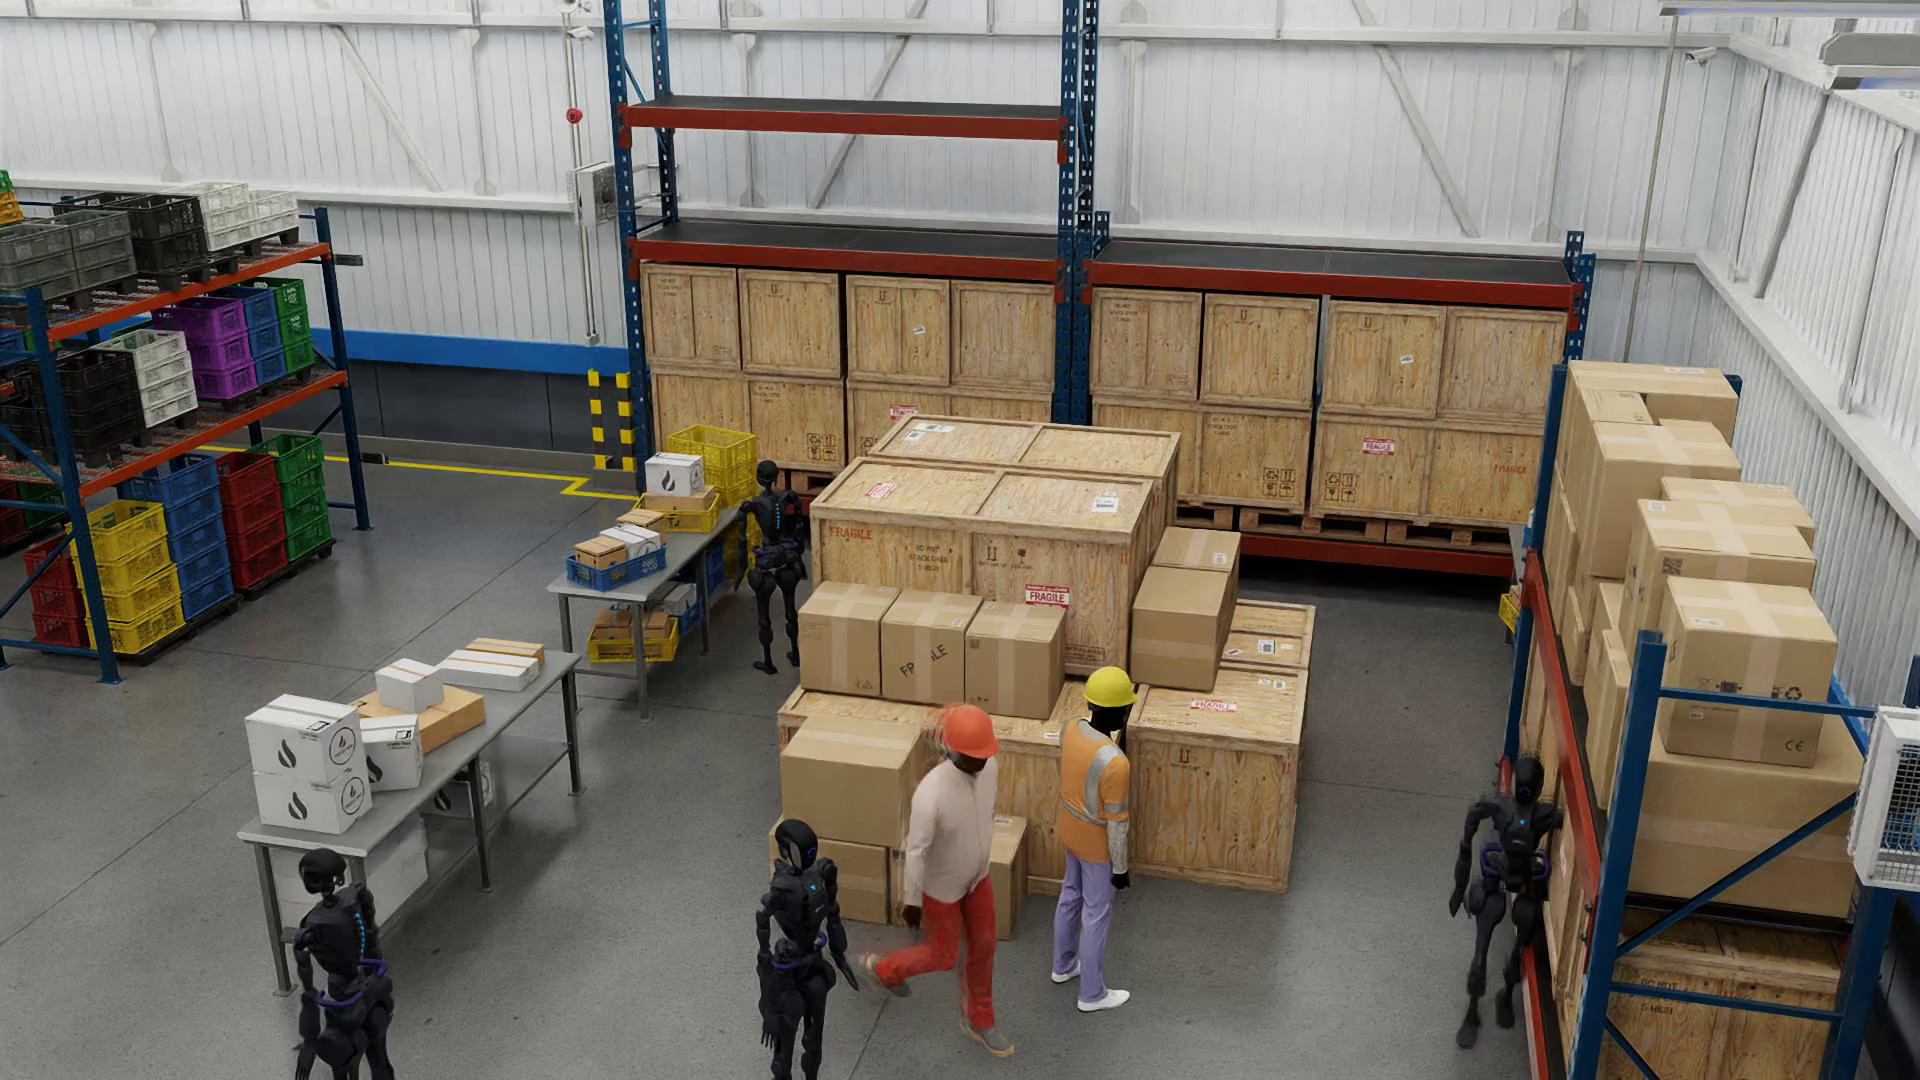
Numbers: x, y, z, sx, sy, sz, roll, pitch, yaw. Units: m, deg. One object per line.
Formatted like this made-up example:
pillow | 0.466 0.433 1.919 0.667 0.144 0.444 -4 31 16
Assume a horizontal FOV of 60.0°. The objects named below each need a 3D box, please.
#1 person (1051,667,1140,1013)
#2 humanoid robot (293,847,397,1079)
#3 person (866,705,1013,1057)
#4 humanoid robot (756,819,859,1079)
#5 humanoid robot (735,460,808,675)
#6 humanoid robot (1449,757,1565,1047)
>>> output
person | 0.719 1.547 8.696 0.405 1.918 0.582 -10 23 -24
humanoid robot | -2.757 2.124 7.497 0.315 1.657 0.610 5 22 14
person | -0.090 1.656 8.343 0.745 1.963 0.647 17 27 37
humanoid robot | -0.730 2.041 7.713 0.331 1.657 0.585 14 25 32
humanoid robot | -1.419 0.185 12.569 0.583 1.657 0.329 -13 25 -31
humanoid robot | 2.781 1.804 8.382 0.573 1.628 0.627 6 22 14
